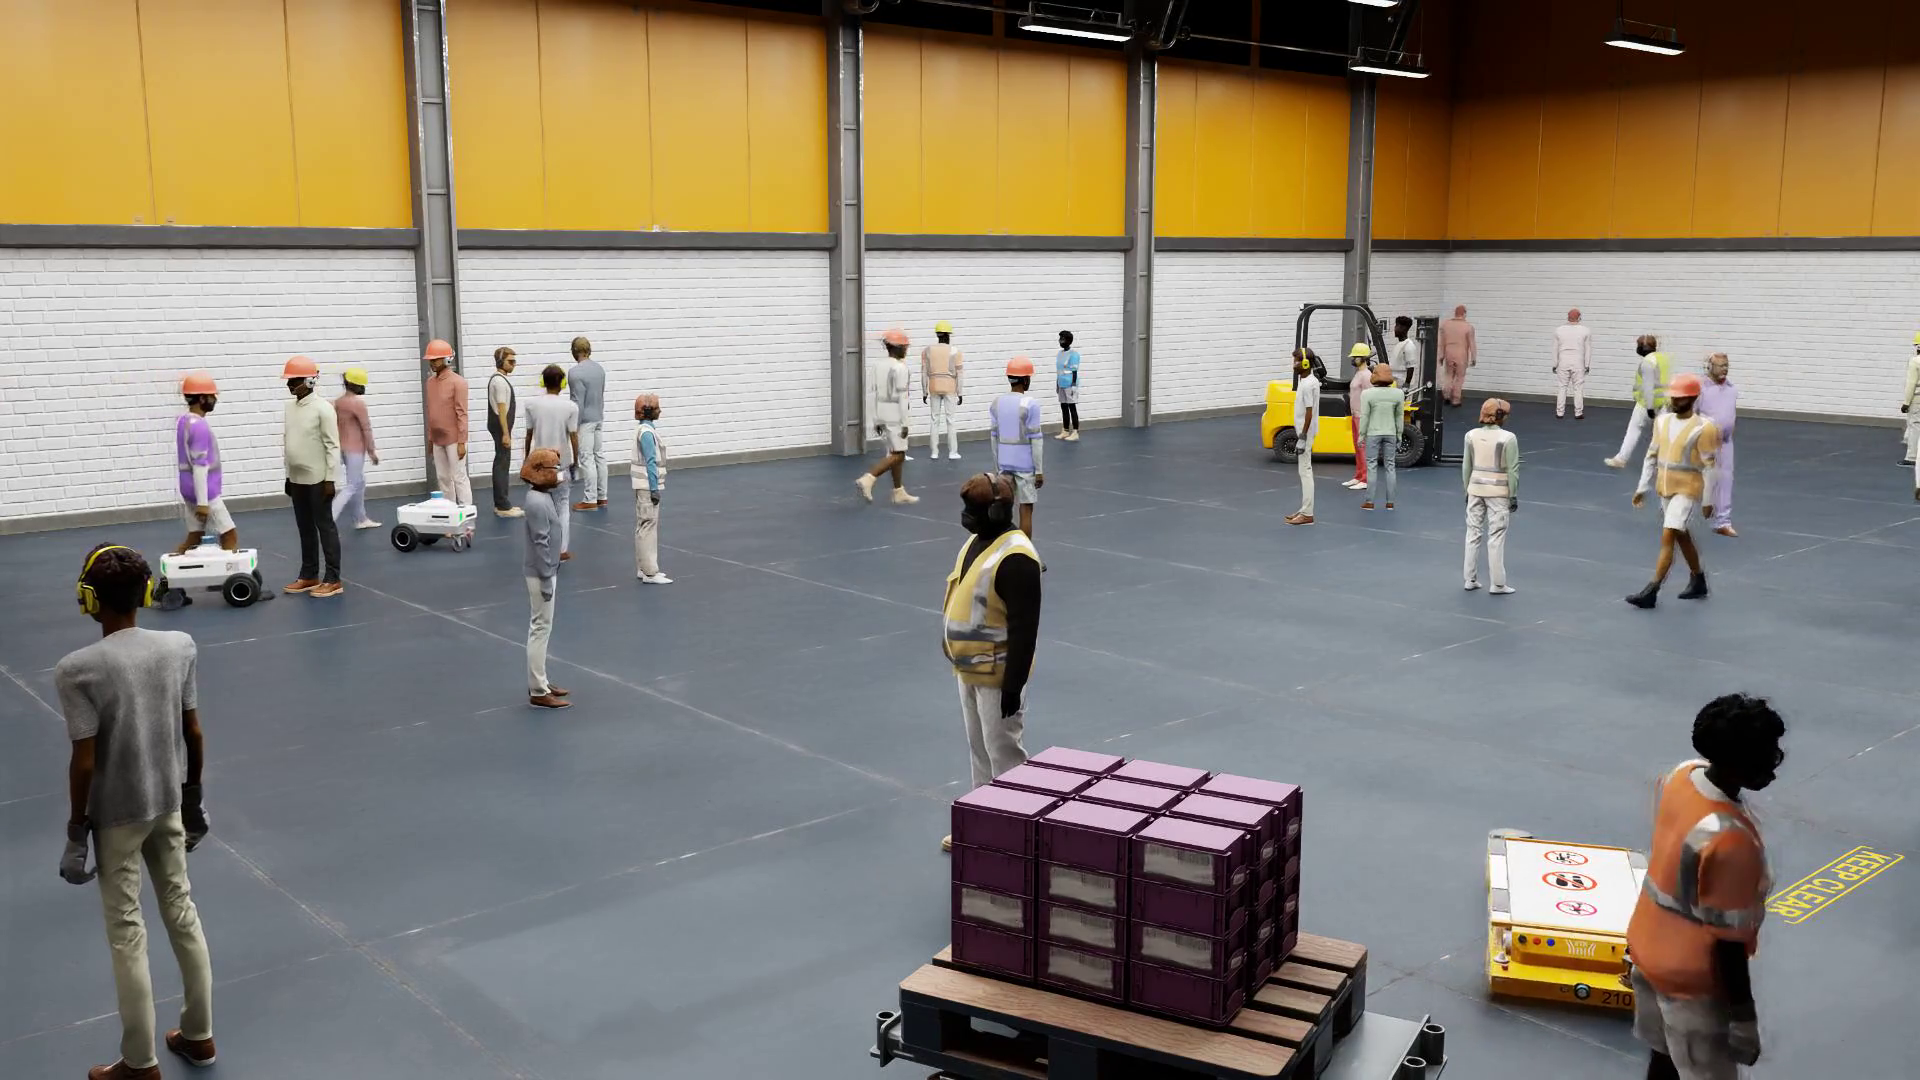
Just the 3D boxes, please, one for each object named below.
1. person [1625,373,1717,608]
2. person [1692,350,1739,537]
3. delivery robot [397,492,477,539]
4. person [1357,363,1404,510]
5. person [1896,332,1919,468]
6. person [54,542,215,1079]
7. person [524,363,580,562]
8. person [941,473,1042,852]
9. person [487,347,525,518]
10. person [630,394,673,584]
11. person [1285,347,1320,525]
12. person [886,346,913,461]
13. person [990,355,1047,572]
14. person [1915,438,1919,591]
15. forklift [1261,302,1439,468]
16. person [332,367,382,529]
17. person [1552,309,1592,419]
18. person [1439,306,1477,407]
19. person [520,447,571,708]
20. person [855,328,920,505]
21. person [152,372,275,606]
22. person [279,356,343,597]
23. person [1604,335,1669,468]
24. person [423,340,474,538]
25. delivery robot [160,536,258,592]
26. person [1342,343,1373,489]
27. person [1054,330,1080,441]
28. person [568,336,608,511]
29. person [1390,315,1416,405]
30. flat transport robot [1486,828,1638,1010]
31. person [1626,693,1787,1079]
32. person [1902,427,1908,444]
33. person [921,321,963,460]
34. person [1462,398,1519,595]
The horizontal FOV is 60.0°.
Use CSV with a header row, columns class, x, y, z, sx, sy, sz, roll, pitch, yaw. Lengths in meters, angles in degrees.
class,x,y,z,sx,sy,sz,roll,pitch,yaw
person,5.795,-0.404,13.433,1.010,1.890,0.549,-4,10,-22
person,7.627,-1.010,17.010,0.641,1.873,0.950,-2,10,-11
delivery robot,-5.009,-0.220,15.945,0.707,0.478,0.477,2,10,12
person,4.668,-1.143,18.464,0.508,1.632,0.268,-1,10,-4
person,12.803,-1.870,22.166,0.586,1.825,0.403,-3,10,-19
person,-2.792,0.933,5.620,0.316,1.870,0.532,5,11,28
person,-3.724,-0.671,15.097,0.541,1.842,0.723,-1,10,-4
person,0.132,0.604,7.636,0.429,1.840,0.635,-4,10,-20
person,-4.933,-1.164,17.991,0.348,1.840,0.506,-3,10,-19
person,-2.679,-0.440,14.335,0.308,1.640,0.510,-3,10,-19
person,3.605,-1.089,17.483,0.329,1.865,0.507,2,10,14
person,-0.853,-1.912,22.961,0.312,1.636,0.520,-6,11,-30
person,0.524,-0.665,14.780,0.544,1.939,0.355,8,12,39
person,8.236,-0.464,13.762,0.583,1.882,0.337,7,12,36
forklift,5.320,-2.157,22.763,2.313,2.155,1.214,3,10,16
person,-6.200,-0.895,16.808,0.536,1.711,0.778,9,13,41
person,10.597,-3.047,28.812,0.641,1.910,0.401,5,11,29
person,9.317,-3.423,31.051,0.685,1.891,0.478,8,13,39
person,-2.603,0.230,10.430,0.268,1.632,0.506,-2,10,-14
person,-0.811,-1.365,18.635,0.743,2.019,0.610,-5,11,-29
person,-6.081,-0.400,13.353,0.893,1.903,0.557,-7,12,-35
person,-5.397,-0.525,13.792,0.622,1.994,0.381,6,11,31
person,9.098,-1.807,21.928,0.969,1.791,0.617,9,13,42
person,-5.155,-1.015,16.691,0.615,1.987,0.407,8,12,38
delivery robot,-6.060,0.210,13.426,0.707,0.478,0.477,-4,10,-20
person,4.830,-1.495,20.139,0.312,1.767,0.533,0,10,0
person,1.637,-2.357,25.420,0.320,1.690,0.535,-5,11,-28
person,-4.130,-1.284,18.408,0.359,1.936,0.632,3,10,17
person,6.339,-2.240,23.918,0.363,1.966,0.610,-1,10,-5
flat transport robot,2.516,1.523,6.841,0.652,0.197,1.431,3,10,16
person,2.012,1.212,4.611,0.378,1.665,0.582,1,10,4
person,14.520,-2.301,24.658,0.900,1.835,0.602,8,12,37
person,-0.243,-2.067,23.026,0.589,1.924,0.383,2,10,10
person,4.426,-0.364,13.892,0.311,1.639,0.512,-8,12,-38
